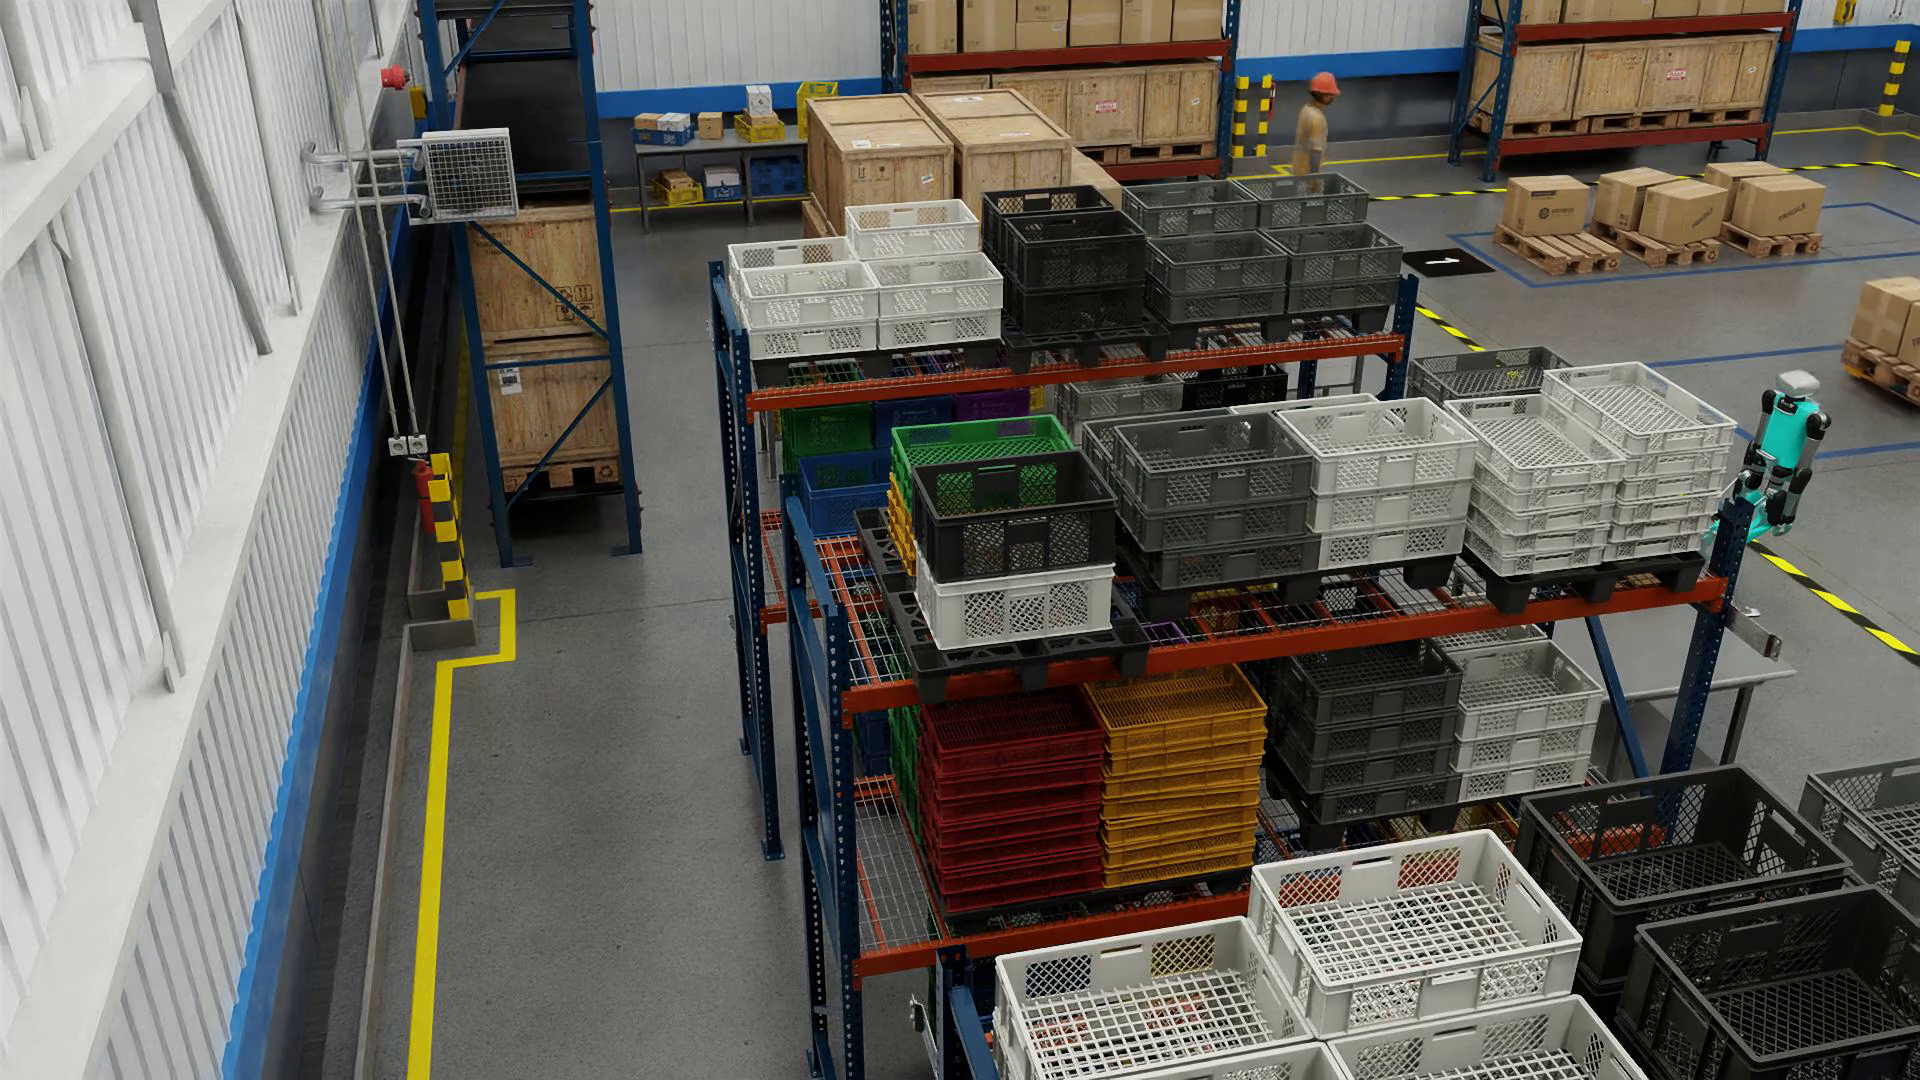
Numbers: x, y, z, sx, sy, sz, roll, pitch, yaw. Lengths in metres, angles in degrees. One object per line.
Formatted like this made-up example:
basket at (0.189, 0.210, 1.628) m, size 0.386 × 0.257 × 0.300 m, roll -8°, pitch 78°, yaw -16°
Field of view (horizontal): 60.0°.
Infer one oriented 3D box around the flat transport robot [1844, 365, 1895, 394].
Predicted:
flat transport robot at (8.536, -1.344, 14.566) m, size 0.652 × 0.197 × 1.431 m, roll -6°, pitch 28°, yaw -12°

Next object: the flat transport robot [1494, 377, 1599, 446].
flat transport robot at (4.780, -1.036, 14.013) m, size 0.659 × 0.231 × 1.431 m, roll -6°, pitch 28°, yaw -12°

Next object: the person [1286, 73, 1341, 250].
person at (3.723, -3.931, 17.635) m, size 0.462 × 2.022 × 0.714 m, roll -2°, pitch 28°, yaw -3°

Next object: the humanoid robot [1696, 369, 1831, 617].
humanoid robot at (5.108, -0.276, 10.850) m, size 0.735 × 1.677 × 0.533 m, roll -7°, pitch 29°, yaw -13°
